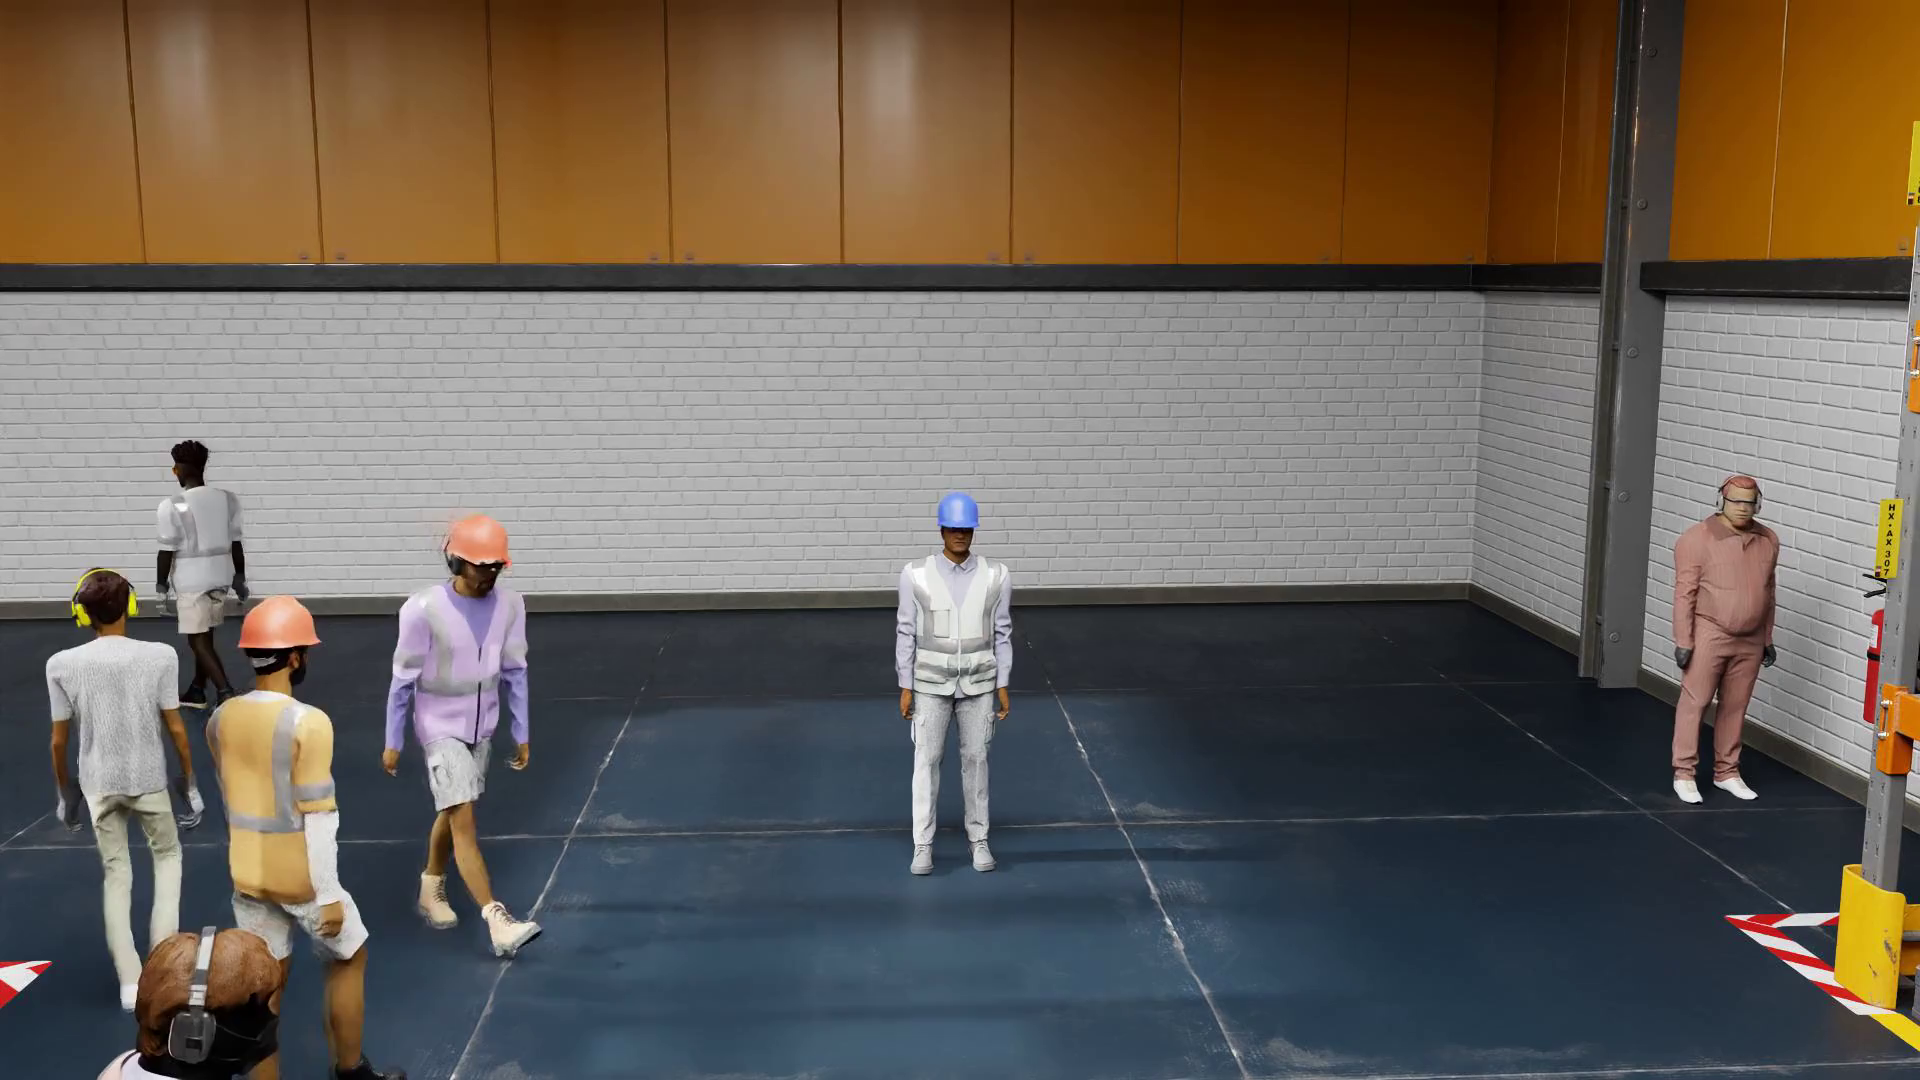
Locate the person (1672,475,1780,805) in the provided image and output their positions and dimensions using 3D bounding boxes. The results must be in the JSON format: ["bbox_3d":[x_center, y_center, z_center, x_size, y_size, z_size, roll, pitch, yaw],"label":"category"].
[{"bbox_3d":[4.416,0.571,9.563,0.644,1.905,0.400,-2,9,-11],"label":"person"}]

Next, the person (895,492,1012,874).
[{"bbox_3d":[-0.028,0.724,8.460,0.601,1.949,0.380,-1,9,-8],"label":"person"}]

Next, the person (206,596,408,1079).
[{"bbox_3d":[-2.312,1.139,5.919,0.578,1.920,0.653,4,10,24],"label":"person"}]

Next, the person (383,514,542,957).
[{"bbox_3d":[-2.183,0.865,7.485,1.078,1.971,0.635,7,11,37],"label":"person"}]

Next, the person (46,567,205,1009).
[{"bbox_3d":[-3.450,1.019,6.931,0.574,1.843,0.448,-3,9,-17],"label":"person"}]

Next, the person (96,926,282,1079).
[{"bbox_3d":[-1.392,1.624,3.160,0.430,1.839,0.619,-7,12,-39],"label":"person"}]

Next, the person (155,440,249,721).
[{"bbox_3d":[-5.203,0.270,11.397,0.909,1.929,0.626,5,10,28],"label":"person"}]
